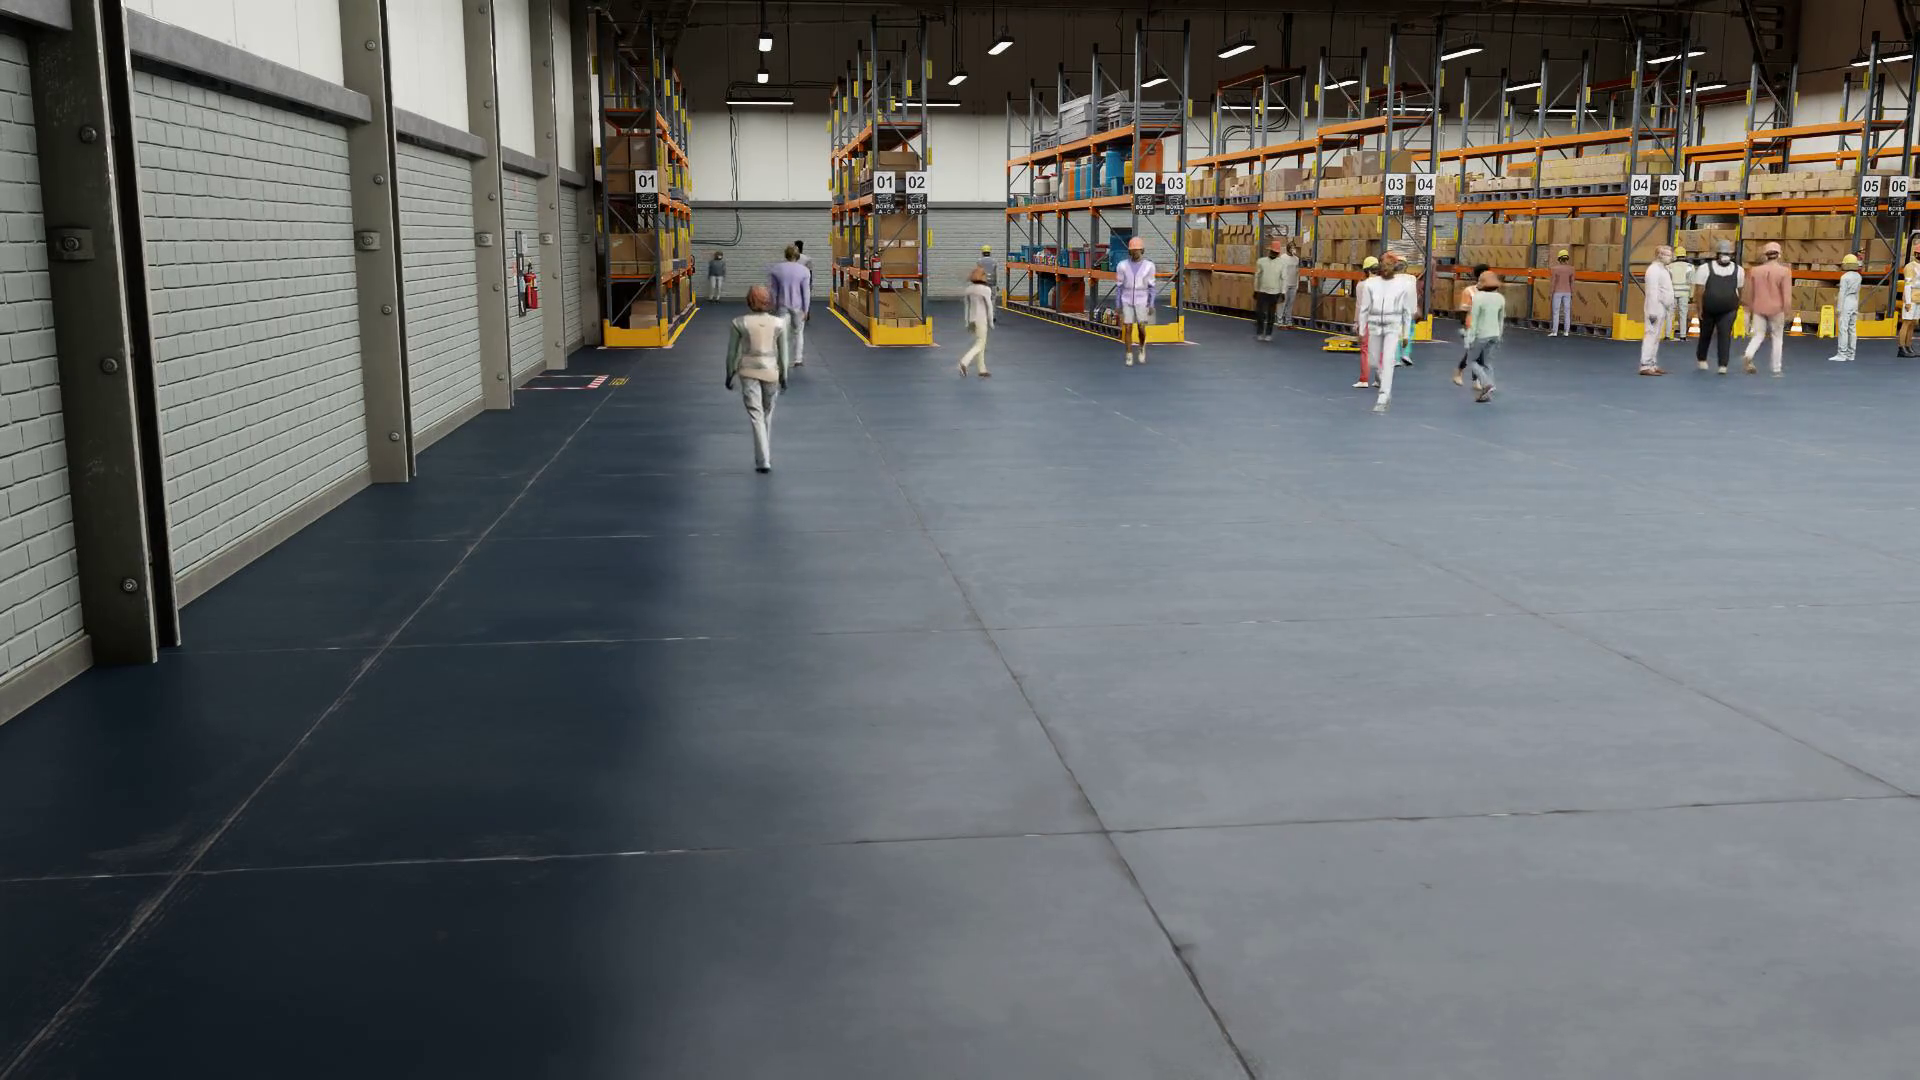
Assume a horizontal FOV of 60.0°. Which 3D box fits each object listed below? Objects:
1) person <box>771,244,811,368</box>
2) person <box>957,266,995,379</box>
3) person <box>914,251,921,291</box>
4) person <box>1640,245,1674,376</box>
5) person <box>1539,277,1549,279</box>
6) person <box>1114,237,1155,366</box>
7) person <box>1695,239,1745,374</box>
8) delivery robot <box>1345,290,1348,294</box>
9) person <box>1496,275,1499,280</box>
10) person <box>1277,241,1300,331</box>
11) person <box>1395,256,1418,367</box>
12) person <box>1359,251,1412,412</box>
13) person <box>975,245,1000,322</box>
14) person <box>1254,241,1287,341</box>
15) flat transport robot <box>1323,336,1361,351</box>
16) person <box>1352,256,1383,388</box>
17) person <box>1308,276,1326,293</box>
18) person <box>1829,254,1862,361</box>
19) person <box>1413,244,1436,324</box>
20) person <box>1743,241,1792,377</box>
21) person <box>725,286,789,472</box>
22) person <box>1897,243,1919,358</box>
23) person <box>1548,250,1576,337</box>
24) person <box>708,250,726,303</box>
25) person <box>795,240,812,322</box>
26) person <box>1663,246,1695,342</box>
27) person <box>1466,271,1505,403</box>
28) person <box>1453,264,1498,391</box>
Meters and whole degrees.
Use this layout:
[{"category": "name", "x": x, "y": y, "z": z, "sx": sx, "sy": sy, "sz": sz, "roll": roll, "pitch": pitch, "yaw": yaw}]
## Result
[{"category": "person", "x": -2.605, "y": -3.572, "z": 25.527, "sx": 0.634, "sy": 1.919, "sz": 0.767, "roll": 1, "pitch": 10, "yaw": 6}, {"category": "person", "x": 0.216, "y": -3.111, "z": 23.817, "sx": 0.723, "sy": 1.611, "sz": 0.495, "roll": -9, "pitch": 13, "yaw": -39}, {"category": "person", "x": -1.336, "y": -7.940, "z": 49.413, "sx": 0.370, "sy": 1.933, "sz": 0.551, "roll": -1, "pitch": 10, "yaw": -4}, {"category": "person", "x": 10.259, "y": -3.369, "z": 24.438, "sx": 0.403, "sy": 1.904, "sz": 0.651, "roll": 6, "pitch": 12, "yaw": 32}, {"category": "person", "x": 17.513, "y": -7.861, "z": 49.823, "sx": 0.360, "sy": 1.619, "sz": 0.530, "roll": 9, "pitch": 13, "yaw": 39}, {"category": "person", "x": 2.731, "y": -3.720, "z": 26.046, "sx": 0.622, "sy": 2.027, "sz": 0.443, "roll": 2, "pitch": 11, "yaw": 11}, {"category": "person", "x": 11.374, "y": -3.534, "z": 24.967, "sx": 0.676, "sy": 2.000, "sz": 0.964, "roll": 3, "pitch": 11, "yaw": 18}, {"category": "delivery robot", "x": 11.856, "y": -7.361, "z": 49.764, "sx": 0.707, "sy": 0.478, "sz": 0.477, "roll": 7, "pitch": 12, "yaw": 34}, {"category": "person", "x": 15.571, "y": -7.796, "z": 48.855, "sx": 0.630, "sy": 1.847, "sz": 0.978, "roll": -1, "pitch": 10, "yaw": -4}, {"category": "person", "x": 7.104, "y": -5.490, "z": 35.996, "sx": 0.628, "sy": 1.932, "sz": 0.365, "roll": -7, "pitch": 12, "yaw": -33}, {"category": "person", "x": 6.933, "y": -3.577, "z": 26.052, "sx": 0.583, "sy": 1.725, "sz": 0.431, "roll": 9, "pitch": 14, "yaw": 40}, {"category": "person", "x": 4.995, "y": -2.448, "z": 19.497, "sx": 0.586, "sy": 1.866, "sz": 0.716, "roll": 6, "pitch": 12, "yaw": 29}, {"category": "person", "x": 0.642, "y": -6.095, "z": 39.580, "sx": 0.600, "sy": 1.829, "sz": 0.404, "roll": 0, "pitch": 10, "yaw": -2}, {"category": "person", "x": 6.026, "y": -4.816, "z": 32.282, "sx": 0.643, "sy": 1.933, "sz": 0.728, "roll": 3, "pitch": 11, "yaw": 17}, {"category": "flat transport robot", "x": 6.945, "y": -3.513, "z": 29.705, "sx": 0.652, "sy": 0.197, "sz": 1.431, "roll": 4, "pitch": 11, "yaw": 23}, {"category": "person", "x": 5.518, "y": -2.921, "z": 22.368, "sx": 0.523, "sy": 1.766, "sz": 0.320, "roll": -4, "pitch": 11, "yaw": -21}, {"category": "person", "x": 10.374, "y": -7.681, "z": 48.188, "sx": 0.620, "sy": 1.854, "sz": 1.033, "roll": 1, "pitch": 10, "yaw": 4}, {"category": "person", "x": 14.562, "y": -3.815, "z": 27.323, "sx": 0.492, "sy": 1.742, "sz": 0.310, "roll": -6, "pitch": 12, "yaw": -30}, {"category": "person", "x": 10.280, "y": -5.669, "z": 37.116, "sx": 0.652, "sy": 1.878, "sz": 0.812, "roll": 0, "pitch": 10, "yaw": 3}, {"category": "person", "x": 11.617, "y": -3.311, "z": 23.964, "sx": 0.718, "sy": 1.963, "sz": 0.641, "roll": -9, "pitch": 14, "yaw": -42}, {"category": "person", "x": -1.774, "y": -1.412, "z": 14.545, "sx": 0.527, "sy": 1.590, "sz": 0.866, "roll": -4, "pitch": 11, "yaw": -21}, {"category": "person", "x": 16.099, "y": -4.034, "z": 28.022, "sx": 0.543, "sy": 1.928, "sz": 0.372, "roll": -8, "pitch": 13, "yaw": -37}, {"category": "person", "x": 12.213, "y": -5.005, "z": 33.787, "sx": 0.525, "sy": 1.769, "sz": 0.313, "roll": -1, "pitch": 10, "yaw": -5}, {"category": "person", "x": -7.452, "y": -8.081, "z": 51.060, "sx": 0.528, "sy": 1.601, "sz": 0.429, "roll": -3, "pitch": 11, "yaw": -18}, {"category": "person", "x": -3.765, "y": -6.082, "z": 39.216, "sx": 0.621, "sy": 1.927, "sz": 0.938, "roll": 1, "pitch": 10, "yaw": 5}, {"category": "person", "x": 13.931, "y": -4.766, "z": 32.279, "sx": 0.590, "sy": 1.837, "sz": 0.404, "roll": 4, "pitch": 11, "yaw": 21}, {"category": "person", "x": 6.397, "y": -2.462, "z": 20.253, "sx": 0.521, "sy": 1.618, "sz": 0.369, "roll": -5, "pitch": 11, "yaw": -24}, {"category": "person", "x": 6.843, "y": -2.808, "z": 21.982, "sx": 0.532, "sy": 1.679, "sz": 0.425, "roll": -4, "pitch": 11, "yaw": -20}]
